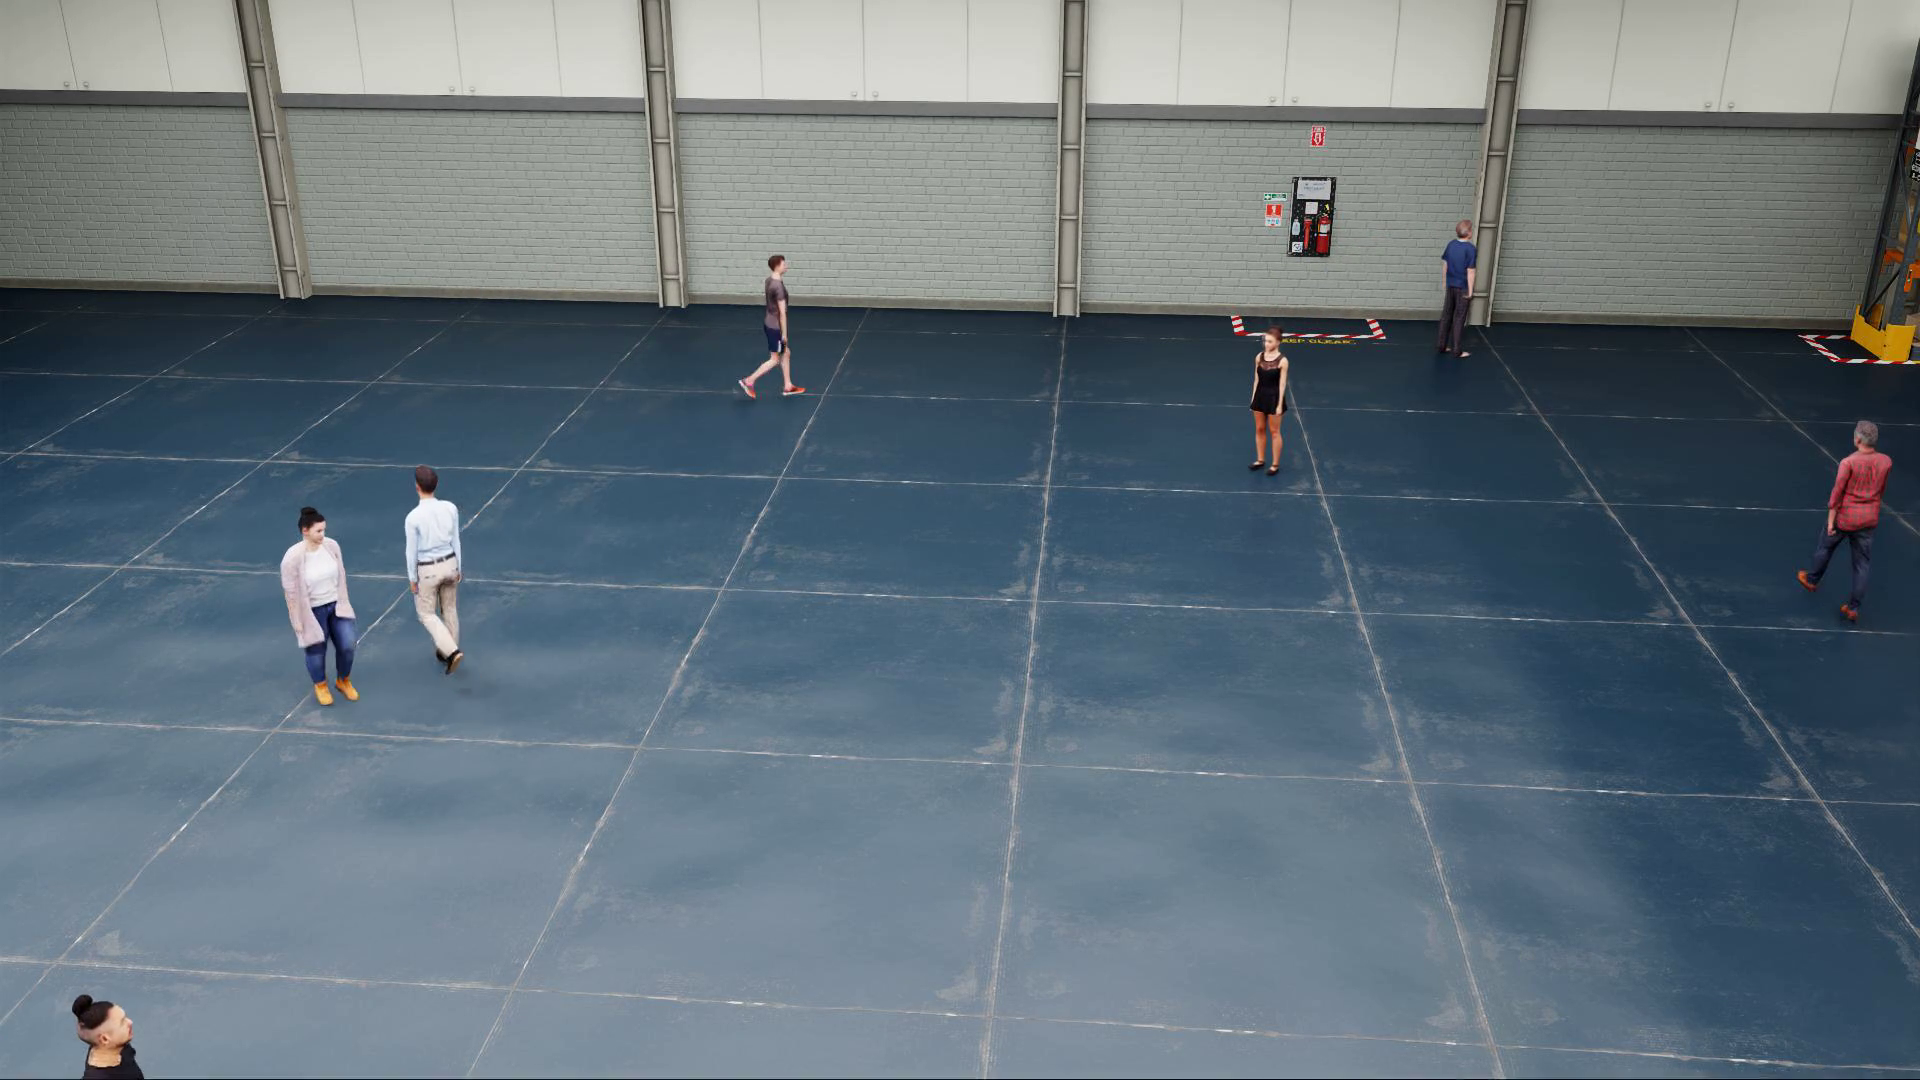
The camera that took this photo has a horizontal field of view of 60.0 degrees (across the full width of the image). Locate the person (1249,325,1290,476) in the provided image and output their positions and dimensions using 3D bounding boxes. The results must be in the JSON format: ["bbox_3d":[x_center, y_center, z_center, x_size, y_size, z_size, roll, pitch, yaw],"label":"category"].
[{"bbox_3d":[3.458,-1.570,18.539,0.743,1.678,0.673,-21,31,-40],"label":"person"}]

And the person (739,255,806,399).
[{"bbox_3d":[-2.399,-2.645,20.881,1.199,1.824,0.962,-8,24,-18],"label":"person"}]

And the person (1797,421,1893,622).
[{"bbox_3d":[8.128,-0.141,15.034,1.046,1.792,0.774,2,23,4],"label":"person"}]

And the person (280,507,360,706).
[{"bbox_3d":[-5.261,0.523,13.556,0.817,1.727,0.867,-20,30,-39],"label":"person"}]

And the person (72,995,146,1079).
[{"bbox_3d":[-3.983,2.908,7.792,0.933,1.848,0.869,-9,25,-20],"label":"person"}]

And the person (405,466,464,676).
[{"bbox_3d":[-4.361,0.292,13.956,0.966,1.838,1.043,-20,30,-39],"label":"person"}]

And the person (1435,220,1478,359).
[{"bbox_3d":[6.791,-3.439,22.689,0.768,1.871,0.731,-15,27,-32],"label":"person"}]
